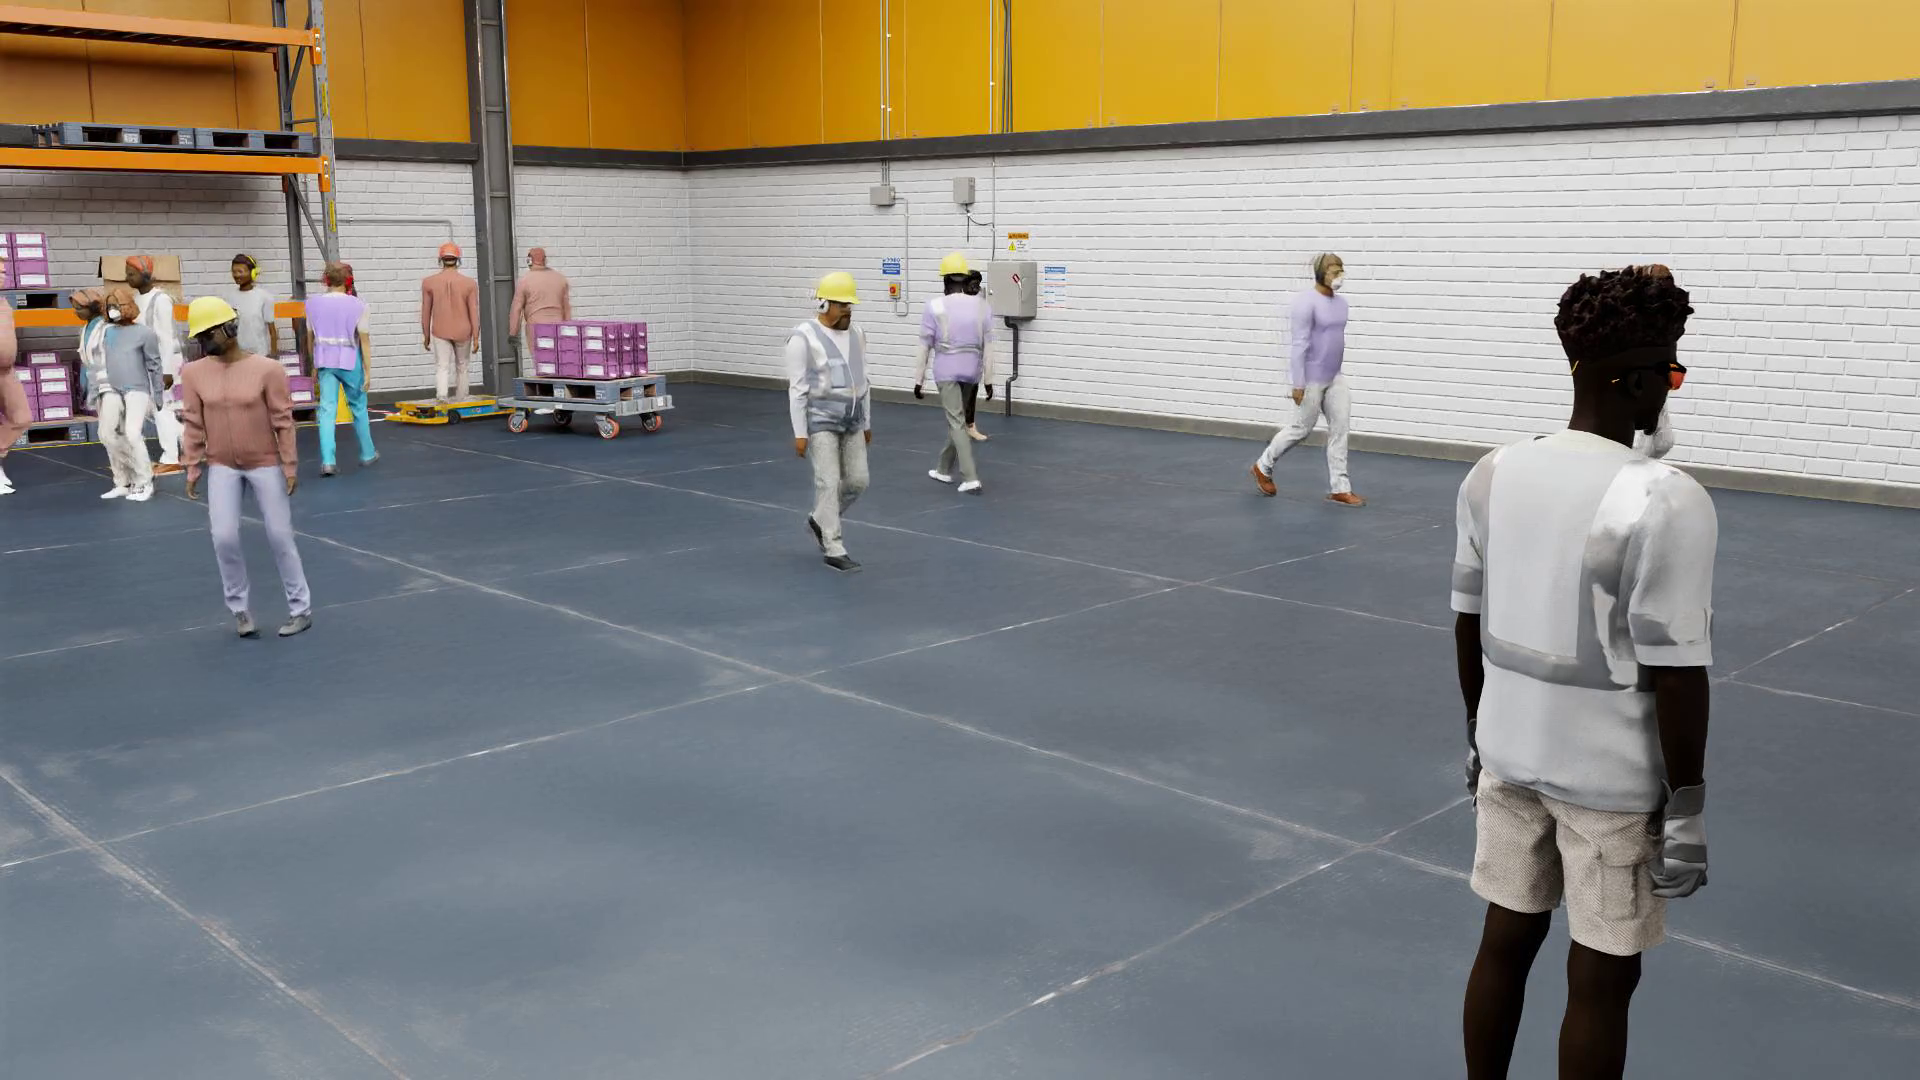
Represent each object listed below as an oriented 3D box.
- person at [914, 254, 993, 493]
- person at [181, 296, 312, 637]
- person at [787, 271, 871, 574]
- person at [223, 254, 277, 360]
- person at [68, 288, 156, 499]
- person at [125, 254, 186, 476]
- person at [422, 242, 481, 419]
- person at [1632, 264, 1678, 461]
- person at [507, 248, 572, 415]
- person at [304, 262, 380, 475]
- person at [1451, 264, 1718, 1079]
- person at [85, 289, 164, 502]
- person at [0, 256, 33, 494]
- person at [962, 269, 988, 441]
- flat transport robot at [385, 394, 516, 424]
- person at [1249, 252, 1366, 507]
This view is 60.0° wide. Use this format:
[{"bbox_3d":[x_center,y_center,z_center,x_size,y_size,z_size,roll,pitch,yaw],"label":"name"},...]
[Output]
[{"bbox_3d":[-0.046,-1.331,13.256,0.604,1.877,0.984,-5,12,-27],"label":"person"},{"bbox_3d":[-3.596,-0.355,8.337,0.530,1.724,0.385,-1,10,-5],"label":"person"},{"bbox_3d":[-0.799,-0.714,10.063,0.615,1.814,0.534,-10,15,-44],"label":"person"},{"bbox_3d":[-6.434,-1.665,15.113,0.531,1.856,0.462,2,11,11],"label":"person"},{"bbox_3d":[-6.551,-1.117,12.767,0.538,1.621,0.365,9,14,42],"label":"person"},{"bbox_3d":[-6.753,-1.480,14.094,0.620,1.866,0.502,9,14,41],"label":"person"},{"bbox_3d":[-5.534,-2.260,18.108,0.622,1.950,0.854,-2,11,-13],"label":"person"},{"bbox_3d":[4.814,-1.026,11.721,0.444,1.824,0.647,7,13,34],"label":"person"},{"bbox_3d":[-4.779,-2.364,18.876,0.714,1.870,0.678,9,14,42],"label":"person"},{"bbox_3d":[-5.288,-1.467,14.218,0.588,1.797,0.963,0,10,-2],"label":"person"},{"bbox_3d":[1.246,0.442,3.334,0.361,1.964,0.614,-5,11,-25],"label":"person"},{"bbox_3d":[-6.358,-1.088,12.640,0.506,1.618,0.504,2,11,10],"label":"person"},{"bbox_3d":[-7.576,-1.293,13.023,0.427,1.885,0.664,1,10,7],"label":"person"},{"bbox_3d":[0.080,-1.788,16.241,0.321,1.693,0.530,9,14,40],"label":"person"},{"bbox_3d":[-5.509,-1.446,18.256,0.652,0.197,1.431,7,12,33],"label":"flat transport robot"},{"bbox_3d":[2.651,-1.221,12.595,0.641,1.912,0.923,-10,14,-42],"label":"person"}]
